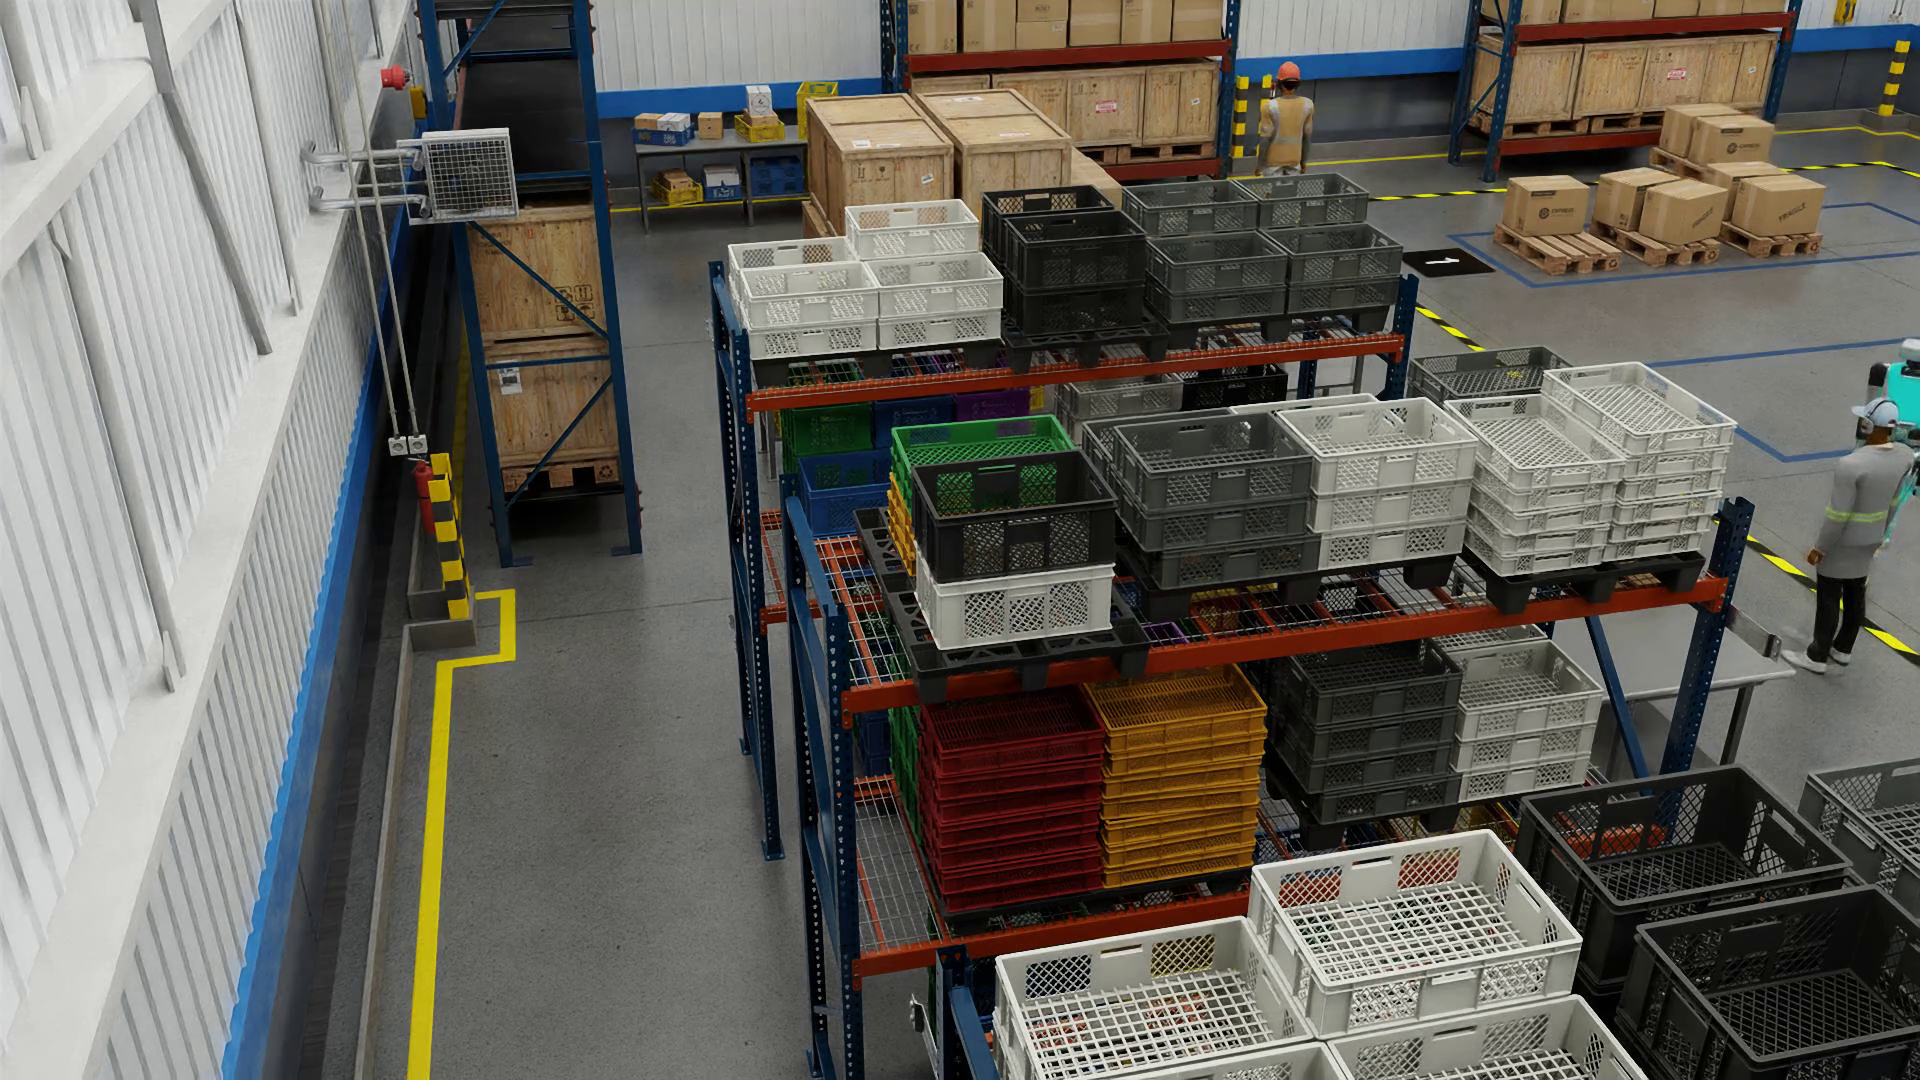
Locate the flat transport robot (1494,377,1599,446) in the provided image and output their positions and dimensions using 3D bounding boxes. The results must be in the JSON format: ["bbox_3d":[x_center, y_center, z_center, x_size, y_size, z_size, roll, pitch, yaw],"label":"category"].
[{"bbox_3d":[4.780,-1.036,14.013,0.659,0.231,1.431,-6,28,-12],"label":"flat transport robot"}]

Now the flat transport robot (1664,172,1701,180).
[{"bbox_3d":[9.117,-4.359,20.287,1.431,0.197,0.652,-6,28,-12],"label":"flat transport robot"}]

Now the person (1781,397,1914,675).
[{"bbox_3d":[5.553,-0.033,10.411,0.597,1.850,0.396,-12,30,-21],"label":"person"}]

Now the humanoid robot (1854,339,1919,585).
[{"bbox_3d":[6.323,-0.447,11.313,0.553,1.701,1.010,15,31,26],"label":"humanoid robot"}]

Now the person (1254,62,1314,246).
[{"bbox_3d":[3.469,-4.118,17.959,0.609,2.042,0.392,-7,29,-13],"label":"person"}]
